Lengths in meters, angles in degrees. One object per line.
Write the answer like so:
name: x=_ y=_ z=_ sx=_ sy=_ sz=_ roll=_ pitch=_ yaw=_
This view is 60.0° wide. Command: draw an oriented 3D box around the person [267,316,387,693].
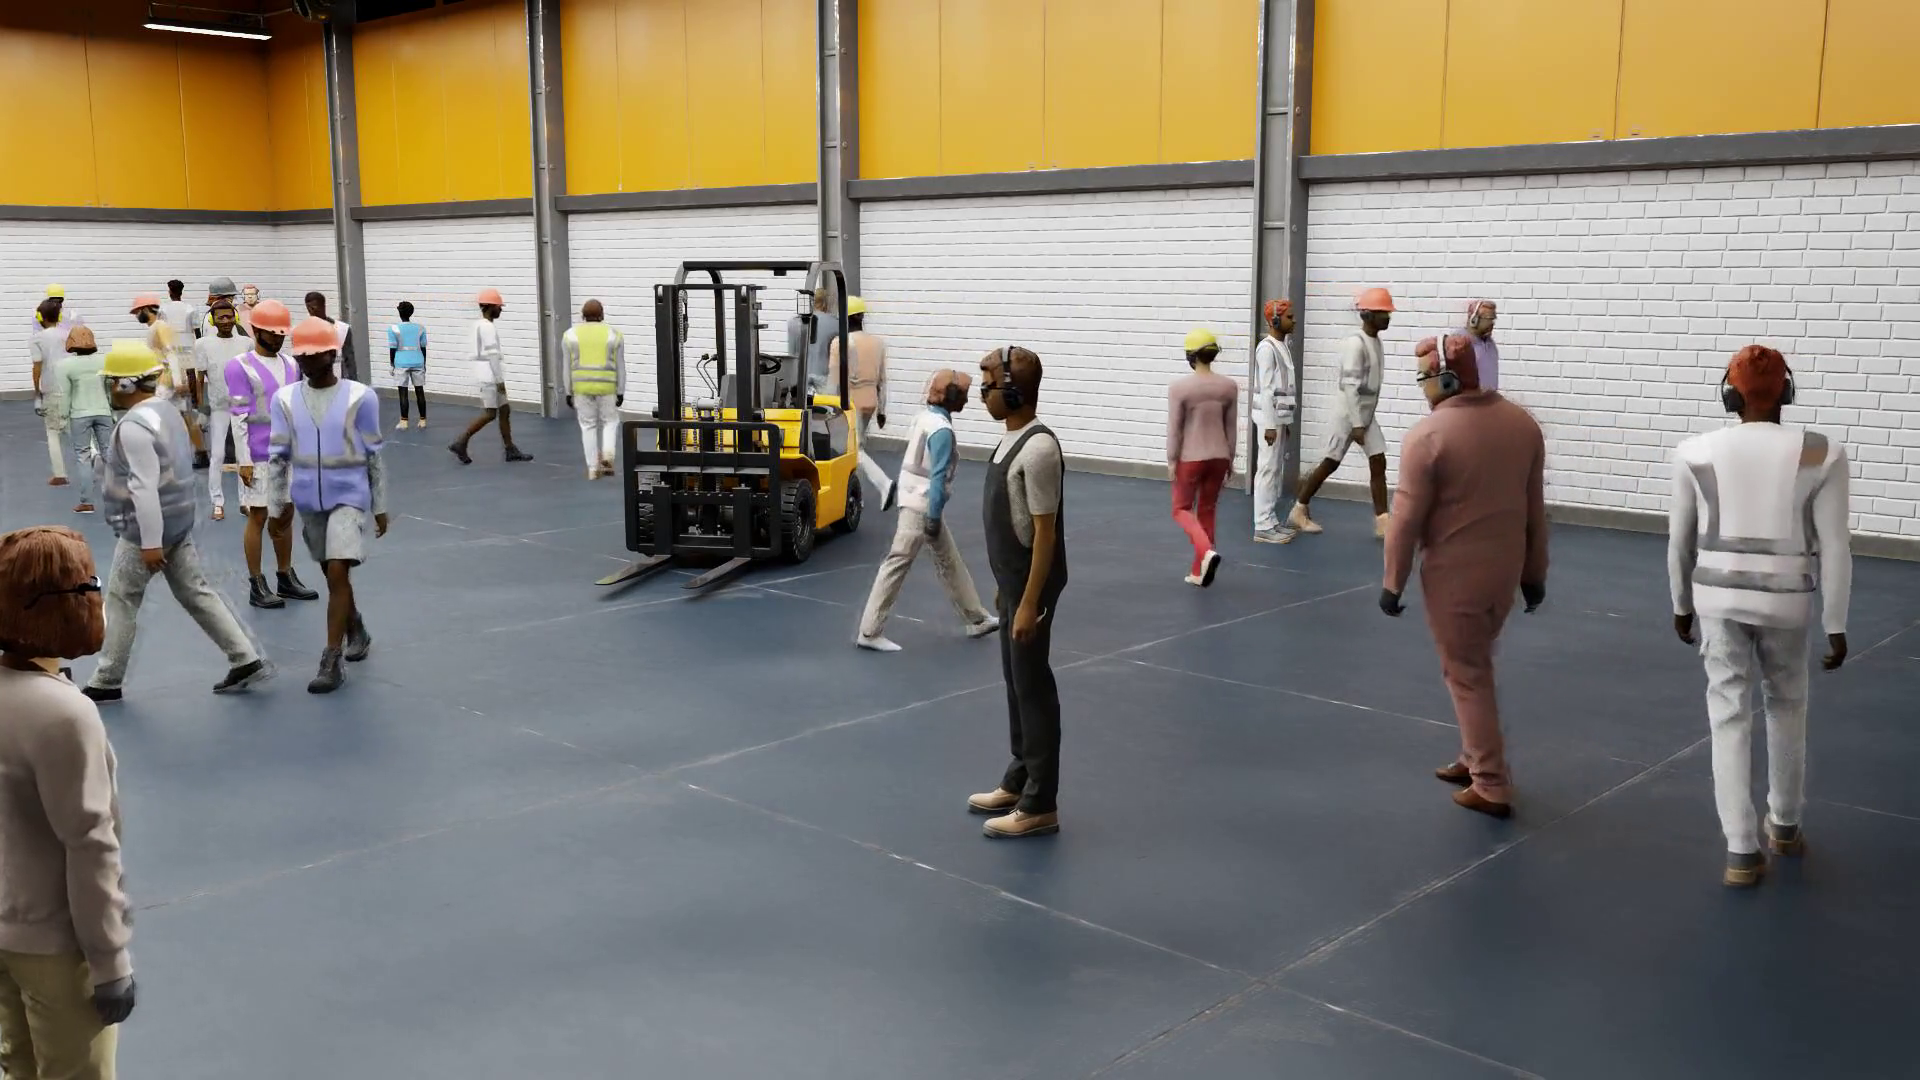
person: x=-3.289 y=-0.220 z=8.673 sx=0.563 sy=1.889 sz=1.001 roll=0 pitch=9 yaw=-1

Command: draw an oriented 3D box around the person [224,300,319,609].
person: x=-4.319 y=-0.543 z=10.487 sx=0.372 sy=1.928 sz=0.543 roll=4 pitch=10 yaw=23

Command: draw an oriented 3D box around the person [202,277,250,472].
person: x=-7.669 y=-1.747 z=17.522 sx=0.536 sy=2.000 sz=0.676 roll=-4 pitch=10 yaw=-23

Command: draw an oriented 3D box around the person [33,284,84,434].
person: x=-11.546 y=-2.321 z=21.378 sx=0.592 sy=1.930 sz=0.356 roll=-5 pitch=11 yaw=-30

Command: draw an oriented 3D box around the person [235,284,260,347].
person: x=-9.677 y=-2.540 z=22.796 sx=0.636 sy=1.910 sz=0.404 roll=-4 pitch=10 yaw=-23

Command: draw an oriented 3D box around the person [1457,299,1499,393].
person: x=4.078 y=-0.991 z=13.355 sx=0.680 sy=1.885 sz=0.467 roll=-8 pitch=12 yaw=-41

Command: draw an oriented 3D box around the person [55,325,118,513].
person: x=-7.585 y=-1.049 z=14.488 sx=0.279 sy=1.634 sz=0.497 roll=8 pitch=12 yaw=42

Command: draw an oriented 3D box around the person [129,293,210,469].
person: x=-8.415 y=-1.649 z=17.476 sx=0.963 sy=1.865 sz=0.581 roll=-4 pitch=10 yaw=-25

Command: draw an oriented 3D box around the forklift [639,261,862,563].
forklift: x=-1.552 y=-1.040 z=12.721 sx=1.214 sy=2.155 sz=2.313 roll=2 pitch=9 yaw=11

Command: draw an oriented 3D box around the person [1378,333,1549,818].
person: x=1.937 y=0.136 z=6.493 sx=0.675 sy=1.878 sz=0.615 roll=-5 pitch=11 yaw=-29

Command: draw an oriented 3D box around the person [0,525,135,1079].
person: x=-1.771 y=0.781 z=3.267 sx=0.503 sy=1.632 sz=0.274 roll=8 pitch=12 yaw=40

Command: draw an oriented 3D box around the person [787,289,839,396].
person: x=-1.627 y=-1.787 z=18.255 sx=0.806 sy=1.897 sz=0.557 roll=1 pitch=9 yaw=3

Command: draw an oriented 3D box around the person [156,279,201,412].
person: x=-11.560 y=-2.873 z=24.651 sx=0.613 sy=1.965 sz=0.361 roll=-4 pitch=10 yaw=-21

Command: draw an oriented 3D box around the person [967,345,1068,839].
person: x=0.224 y=0.195 z=6.234 sx=0.345 sy=1.841 sz=0.506 roll=-1 pitch=9 yaw=-8

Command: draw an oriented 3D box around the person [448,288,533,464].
person: x=-5.141 y=-1.775 z=18.092 sx=0.851 sy=1.913 sz=0.567 roll=-3 pitch=10 yaw=-16

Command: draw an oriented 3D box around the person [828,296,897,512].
person: x=-0.842 y=-1.180 z=14.509 sx=0.806 sy=1.897 sz=0.580 roll=8 pitch=12 yaw=39

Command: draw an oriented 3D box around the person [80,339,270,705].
person: x=-3.896 y=-0.086 z=8.123 sx=0.926 sy=1.792 sz=0.611 roll=-1 pitch=9 yaw=-7

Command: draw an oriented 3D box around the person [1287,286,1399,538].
person: x=3.058 y=-0.996 z=13.102 sx=1.018 sy=1.998 sz=0.615 roll=8 pitch=12 yaw=39

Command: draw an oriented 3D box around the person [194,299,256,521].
person: x=-6.193 y=-1.101 z=14.106 sx=0.535 sy=1.864 sz=0.309 roll=-7 pitch=12 yaw=-38

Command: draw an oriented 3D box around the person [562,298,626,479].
person: x=-3.672 y=-1.505 z=16.713 sx=0.625 sy=1.830 sz=0.461 roll=-1 pitch=9 yaw=-9

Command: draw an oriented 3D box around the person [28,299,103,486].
person: x=-8.686 y=-1.414 z=16.142 sx=0.739 sy=1.833 sz=0.541 roll=6 pitch=11 yaw=34

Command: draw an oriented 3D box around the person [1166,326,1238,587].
person: x=1.620 y=-0.524 z=10.938 sx=0.523 sy=1.753 sz=0.531 roll=-3 pitch=10 yaw=-20

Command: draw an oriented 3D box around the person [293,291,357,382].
person: x=-6.479 y=-1.585 z=16.971 sx=0.590 sy=1.896 sz=0.470 roll=0 pitch=9 yaw=-2

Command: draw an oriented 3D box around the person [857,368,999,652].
person: x=-0.137 y=-0.168 z=9.299 sx=0.965 sy=1.553 sz=0.526 roll=-1 pitch=9 yaw=-8

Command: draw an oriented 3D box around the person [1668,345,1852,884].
person: x=2.837 y=0.241 z=5.933 sx=0.613 sy=1.847 sz=0.847 roll=5 pitch=10 yaw=27

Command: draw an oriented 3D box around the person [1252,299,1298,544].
person: x=2.456 y=-0.922 z=12.945 sx=0.356 sy=1.884 sz=0.574 roll=3 pitch=10 yaw=20

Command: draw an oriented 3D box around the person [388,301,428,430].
person: x=-7.293 y=-2.304 z=21.992 sx=0.535 sy=1.697 sz=0.318 roll=-8 pitch=12 yaw=-40
